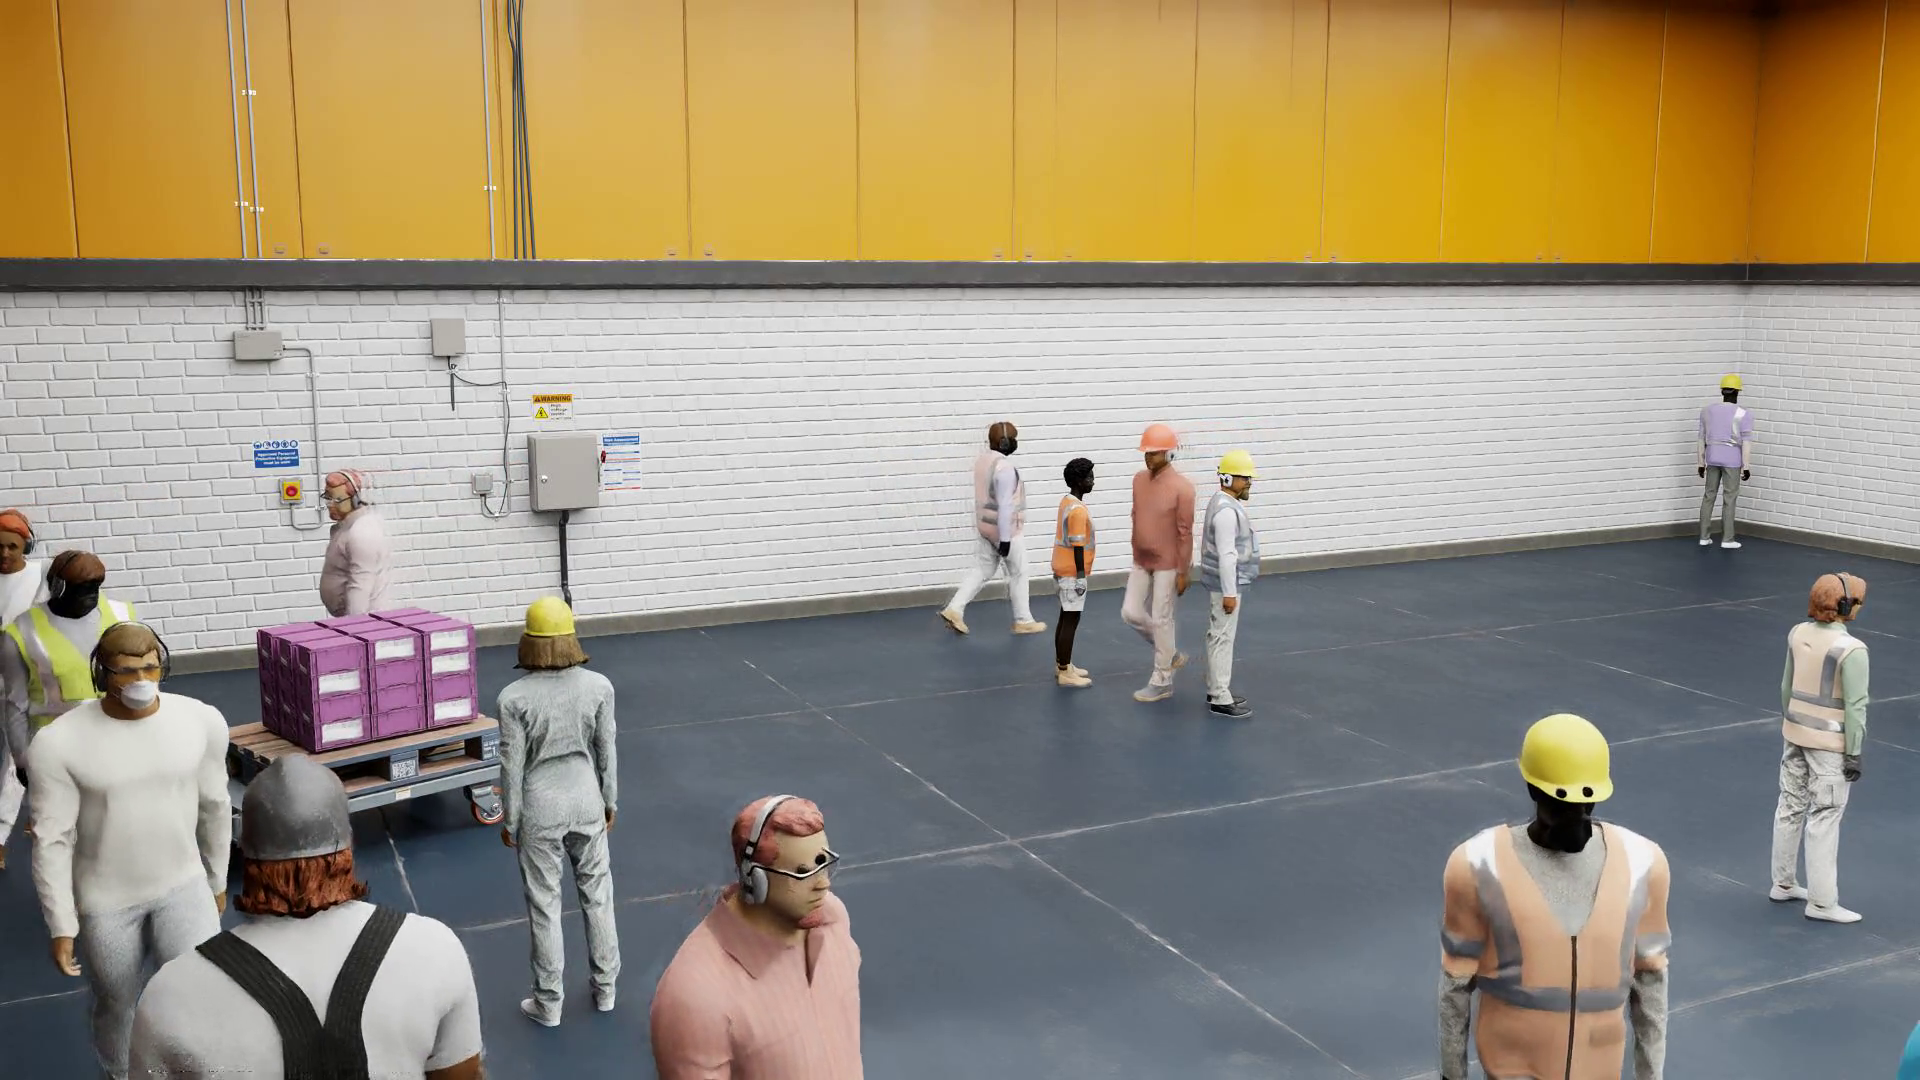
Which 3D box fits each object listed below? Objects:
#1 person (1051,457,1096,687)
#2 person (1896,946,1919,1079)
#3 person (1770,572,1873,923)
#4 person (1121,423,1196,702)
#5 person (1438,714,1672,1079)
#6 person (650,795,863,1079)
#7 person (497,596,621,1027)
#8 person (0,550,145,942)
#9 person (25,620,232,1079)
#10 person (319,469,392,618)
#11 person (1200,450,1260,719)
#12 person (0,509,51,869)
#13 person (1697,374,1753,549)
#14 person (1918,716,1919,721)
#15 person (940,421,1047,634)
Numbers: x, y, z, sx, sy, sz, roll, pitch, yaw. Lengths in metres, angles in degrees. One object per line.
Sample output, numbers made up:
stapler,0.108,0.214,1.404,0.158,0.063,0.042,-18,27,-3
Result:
person,0.838,0.232,12.220,0.322,1.689,0.530,-1,9,-6
person,3.283,1.300,5.259,0.952,1.804,0.581,3,10,18
person,4.054,0.963,7.834,0.315,1.641,0.514,-1,9,-9
person,1.415,0.155,11.763,0.469,1.982,0.627,-7,11,-35
person,1.592,1.364,4.552,0.590,1.902,0.838,0,9,0
person,-0.333,1.499,3.782,0.946,1.865,0.674,6,11,33
person,-1.630,1.087,6.750,0.492,1.740,0.324,-6,11,-33
person,-4.053,0.916,7.668,0.896,1.801,0.611,9,13,43
person,-2.694,1.212,5.519,0.643,1.887,1.014,-7,11,-37
person,-3.725,0.501,9.989,0.765,1.868,0.686,-4,10,-22
person,1.852,0.292,11.414,0.404,1.829,0.592,1,9,7
person,-4.935,0.741,8.657,0.665,1.828,0.962,-1,9,-3
person,8.424,-0.865,18.320,0.397,1.918,0.588,-7,12,-38
person,6.615,0.351,10.995,0.345,1.847,0.506,1,9,5
person,0.275,-0.092,13.859,0.875,1.811,0.630,-4,10,-22
